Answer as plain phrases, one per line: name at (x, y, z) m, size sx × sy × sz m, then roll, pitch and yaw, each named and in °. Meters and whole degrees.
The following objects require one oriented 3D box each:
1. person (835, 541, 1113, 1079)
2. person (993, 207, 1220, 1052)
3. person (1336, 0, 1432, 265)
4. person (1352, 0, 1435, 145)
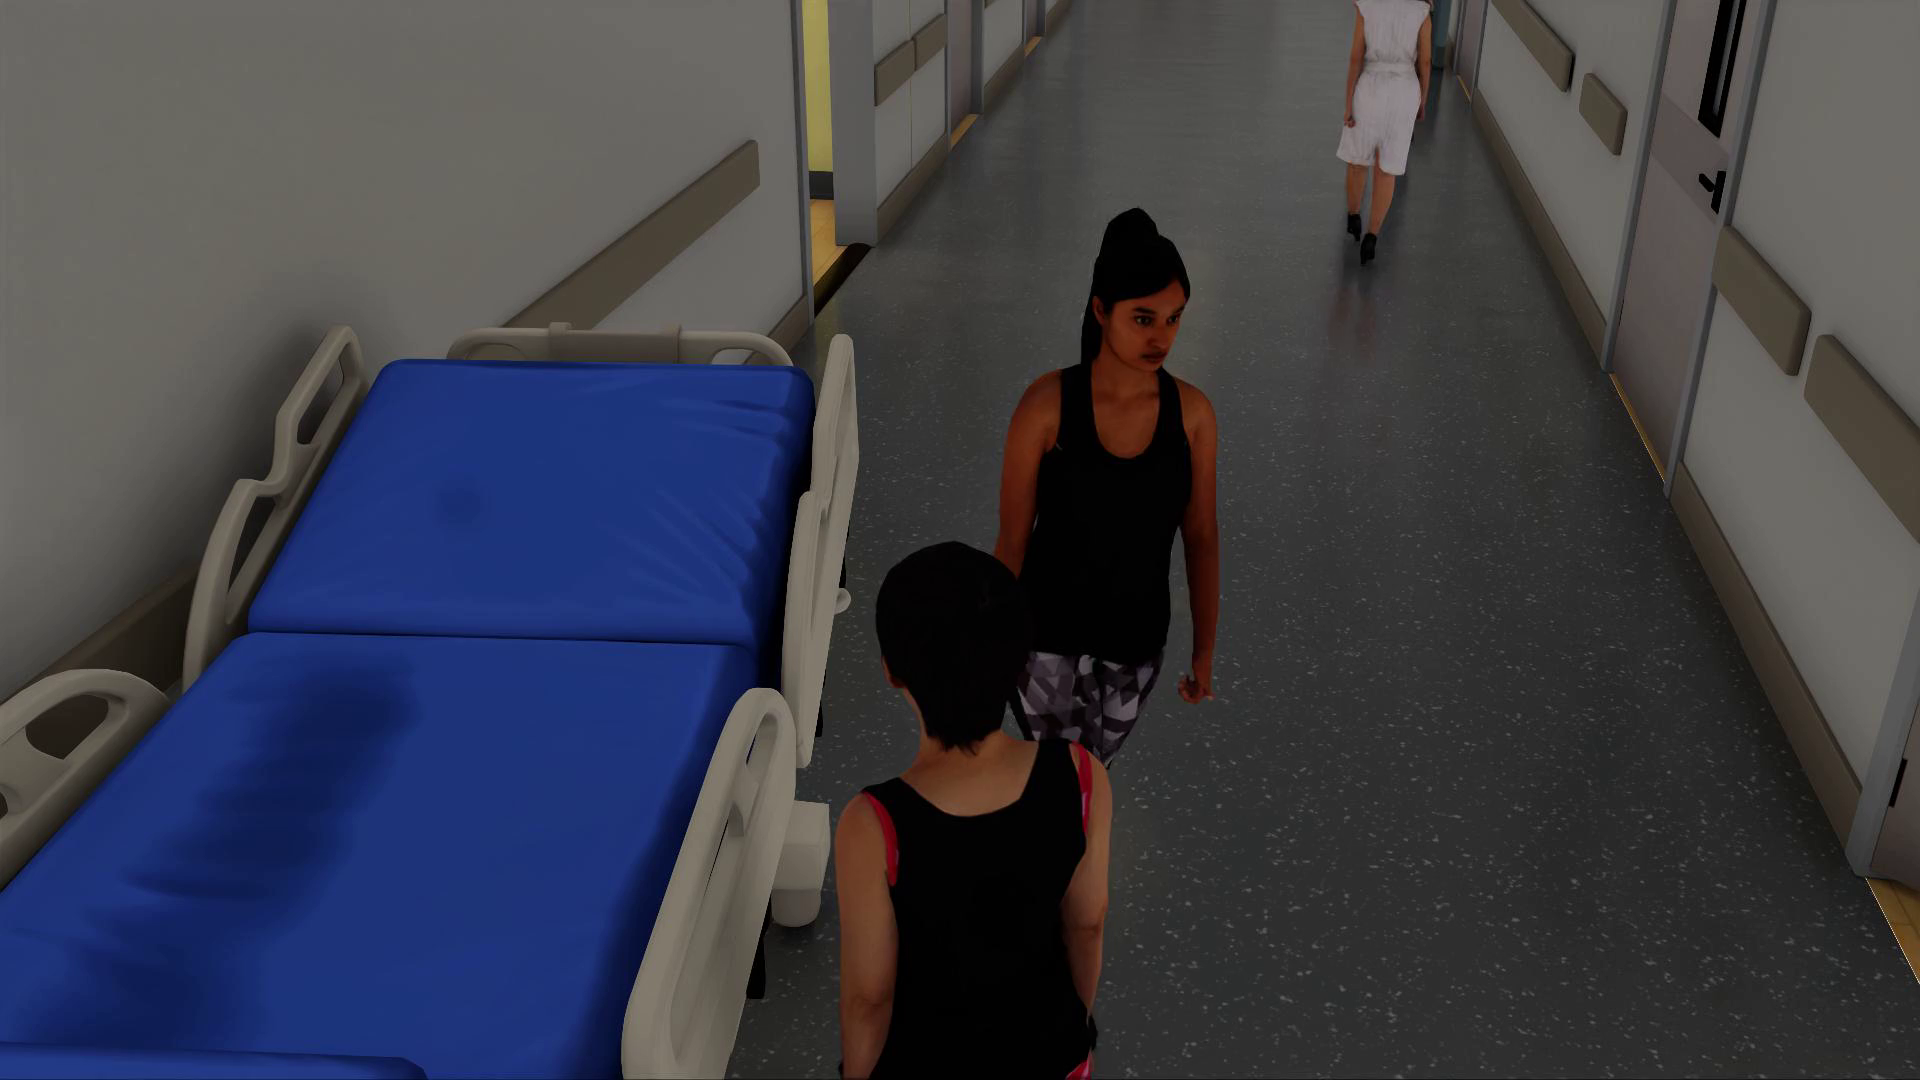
person at (0.014, 0.713, 2.295) m, size 0.589 × 1.552 × 0.681 m, roll -10°, pitch 27°, yaw -20°
person at (0.235, 0.143, 3.359) m, size 0.828 × 1.654 × 0.857 m, roll -8°, pitch 27°, yaw -16°
person at (2.081, -2.108, 8.174) m, size 0.778 × 1.527 × 0.642 m, roll 6°, pitch 26°, yaw 12°
person at (2.768, -3.453, 10.614) m, size 0.506 × 1.831 × 0.727 m, roll 3°, pitch 26°, yaw 7°
